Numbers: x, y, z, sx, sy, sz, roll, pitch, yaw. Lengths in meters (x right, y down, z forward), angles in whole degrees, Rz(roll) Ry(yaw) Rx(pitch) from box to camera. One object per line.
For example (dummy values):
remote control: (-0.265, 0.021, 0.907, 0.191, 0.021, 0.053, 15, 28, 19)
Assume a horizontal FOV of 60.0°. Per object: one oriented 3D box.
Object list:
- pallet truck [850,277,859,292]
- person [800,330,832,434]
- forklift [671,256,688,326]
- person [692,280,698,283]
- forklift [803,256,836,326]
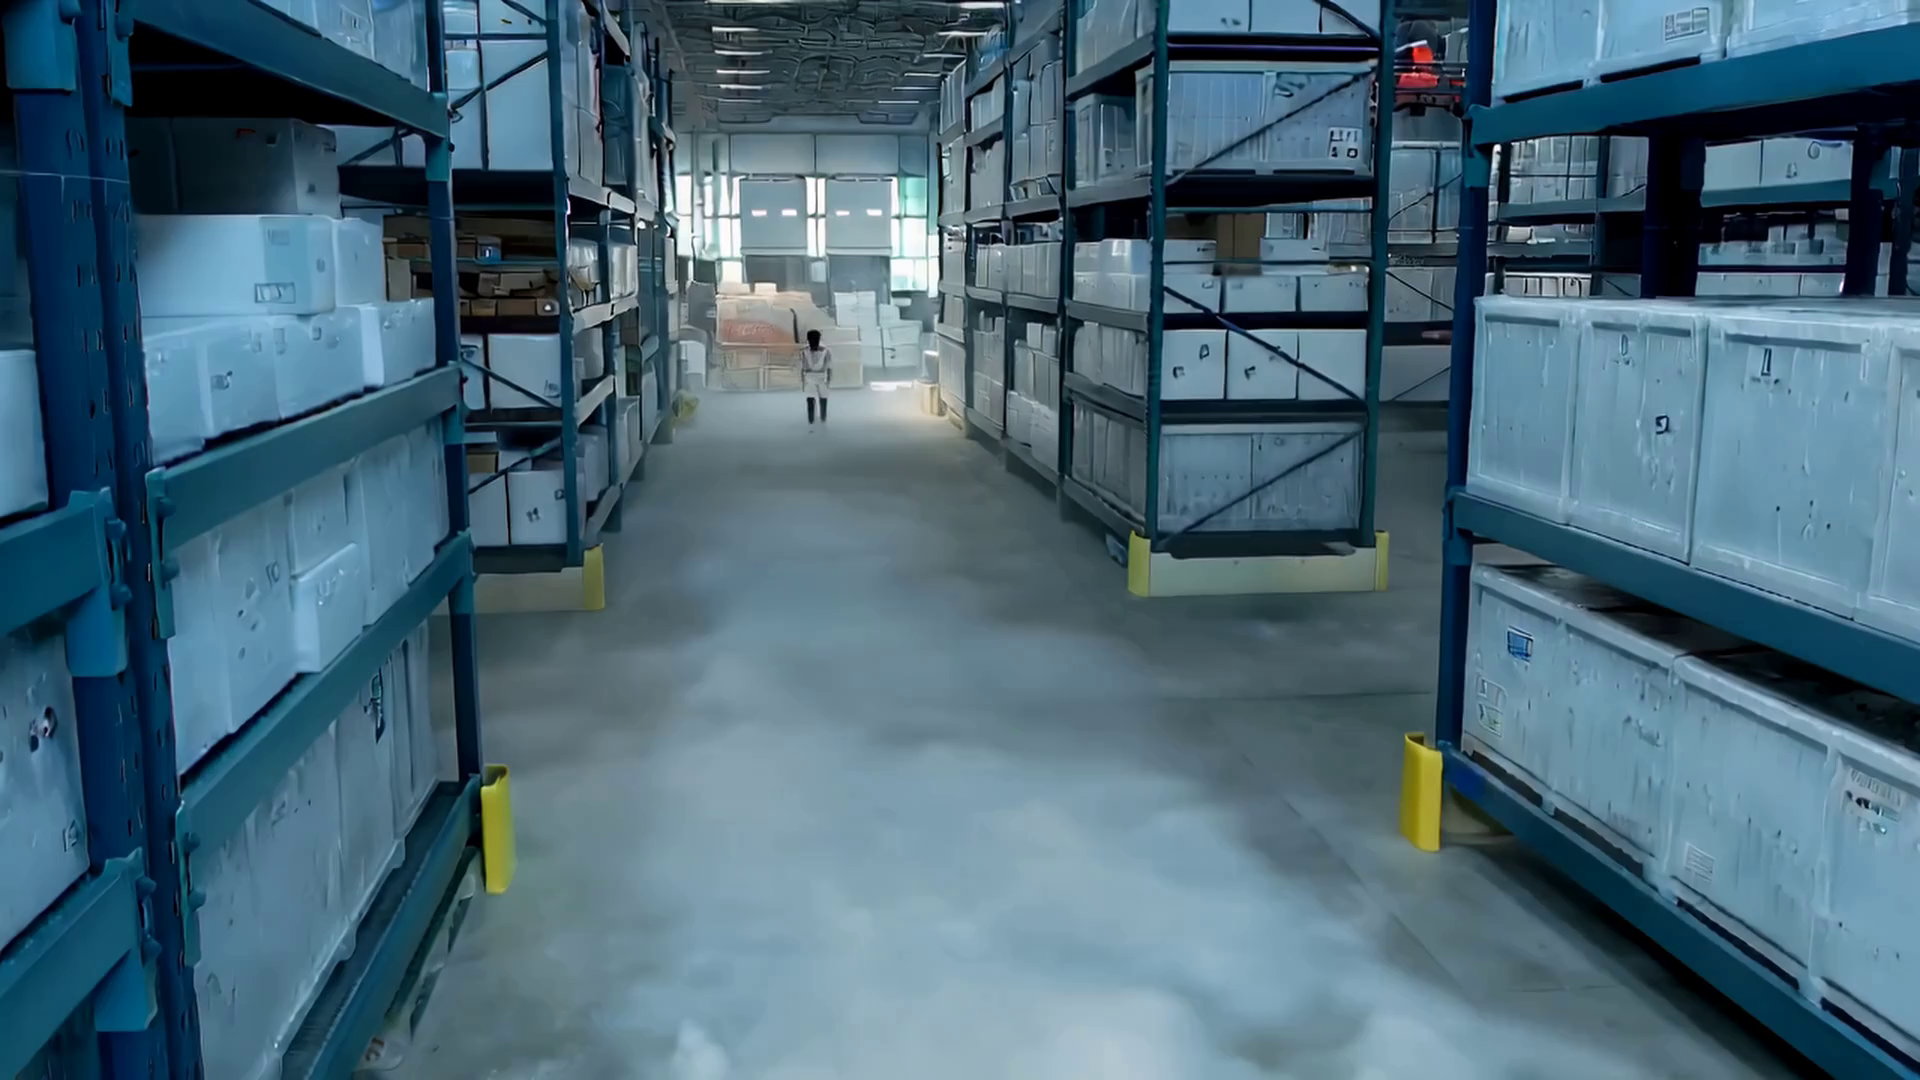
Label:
pallet truck: (-3.782, -9.391, 65.808, 1.885, 1.965, 0.823, 2, 10, 10)
person: (-2.344, -2.591, 27.140, 0.538, 1.676, 0.630, 0, 10, 0)
forklift: (-10.150, -8.825, 59.945, 1.873, 2.768, 1.129, 4, 11, 24)
person: (-9.999, -8.857, 62.901, 0.587, 1.928, 0.381, -1, 10, -4)
forklift: (-5.026, -8.560, 58.401, 1.129, 2.768, 1.873, -9, 13, -41)
